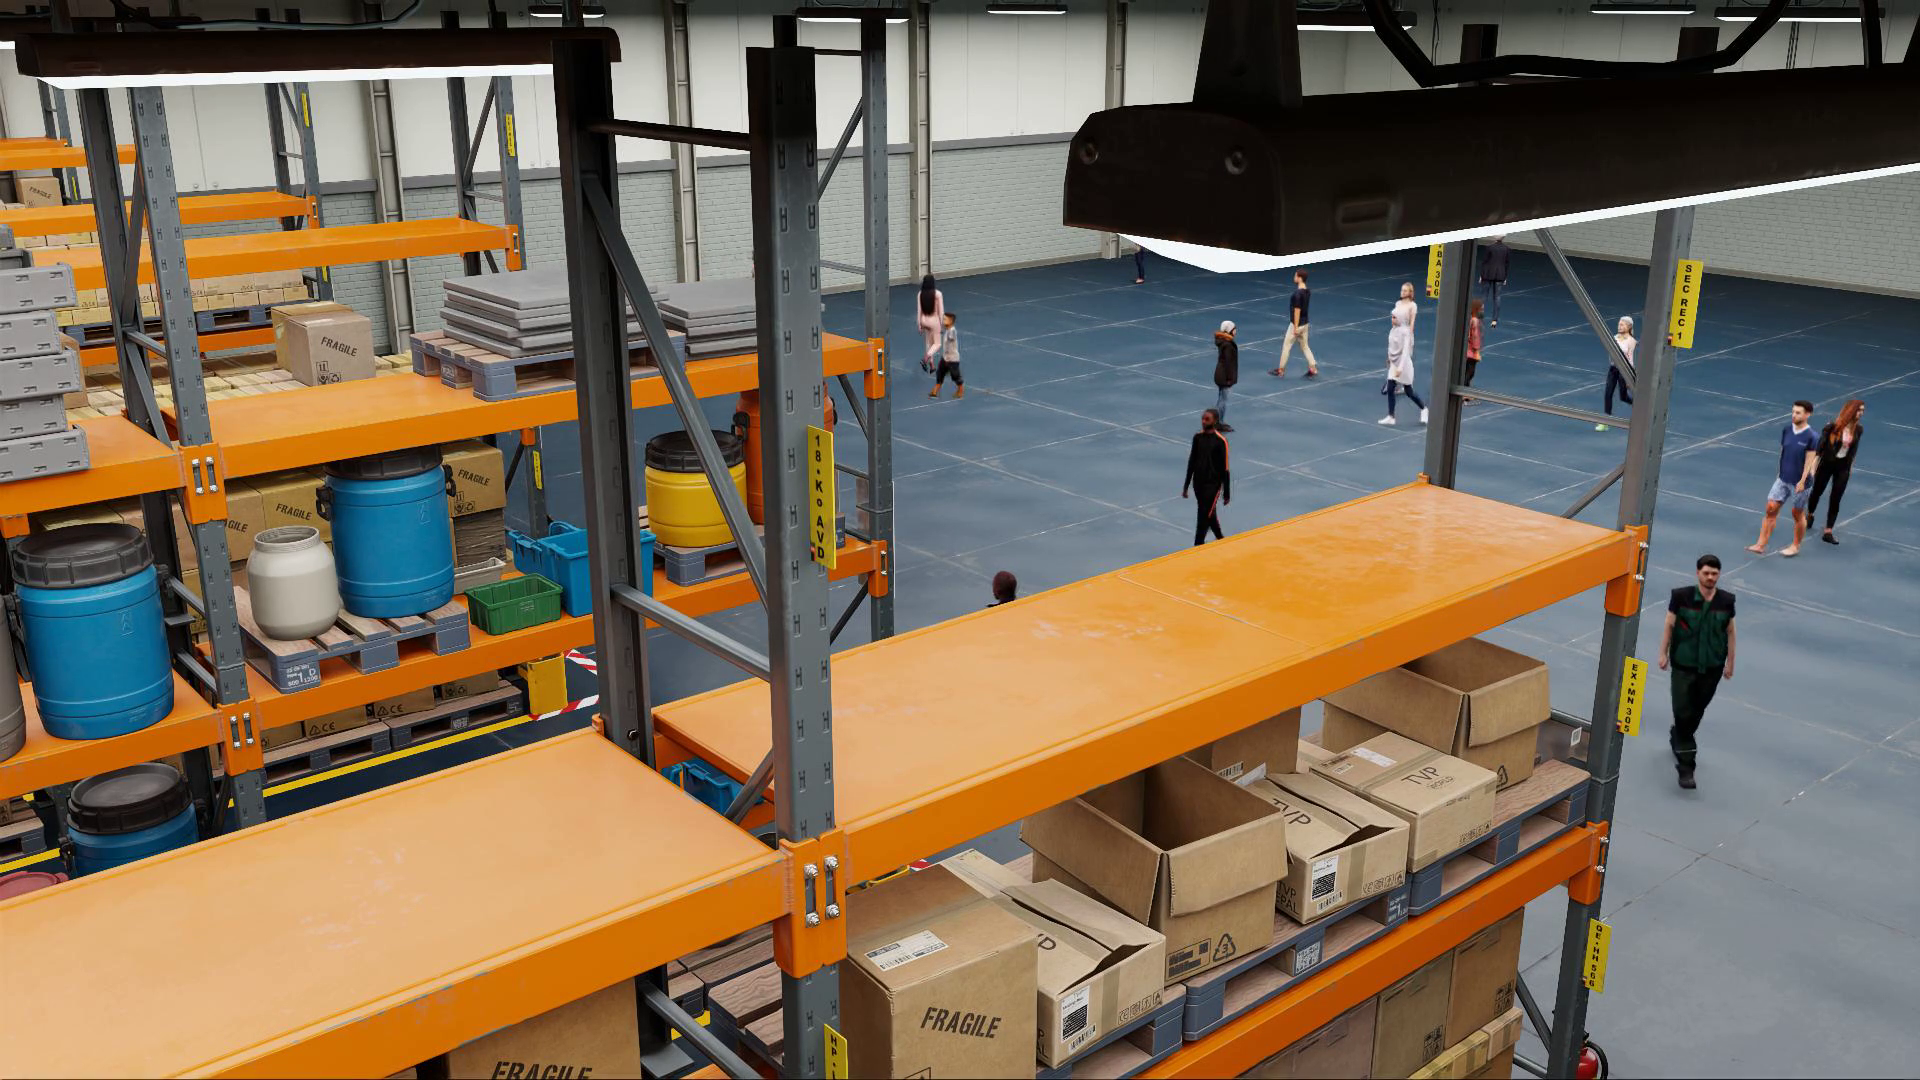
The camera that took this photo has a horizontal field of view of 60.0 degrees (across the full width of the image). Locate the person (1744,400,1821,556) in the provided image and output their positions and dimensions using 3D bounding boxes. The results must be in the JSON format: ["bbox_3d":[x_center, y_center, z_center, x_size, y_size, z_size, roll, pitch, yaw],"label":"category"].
[{"bbox_3d":[9.520,-0.690,18.855,1.059,1.818,0.811,-8,20,-23],"label":"person"}]

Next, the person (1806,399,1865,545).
[{"bbox_3d":[10.243,-0.841,19.574,1.133,1.662,1.269,5,19,14],"label":"person"}]

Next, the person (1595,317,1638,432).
[{"bbox_3d":[9.758,-2.434,24.434,1.107,1.681,0.777,-8,20,-24],"label":"person"}]

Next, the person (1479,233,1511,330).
[{"bbox_3d":[9.333,-4.621,29.237,0.823,1.782,0.788,2,18,6],"label":"person"}]

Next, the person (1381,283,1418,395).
[{"bbox_3d":[7.167,-3.214,26.635,0.869,1.801,0.630,-13,22,-34],"label":"person"}]

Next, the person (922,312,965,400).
[{"bbox_3d":[-0.084,-2.971,26.482,1.003,1.433,0.811,-6,19,-17],"label":"person"}]

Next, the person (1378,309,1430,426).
[{"bbox_3d":[6.628,-2.543,24.680,1.113,1.736,0.814,-9,20,-26],"label":"person"}]

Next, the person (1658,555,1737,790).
[{"bbox_3d":[6.003,1.009,13.580,1.180,1.854,1.295,3,18,11],"label":"person"}]

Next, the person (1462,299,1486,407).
[{"bbox_3d":[8.023,-2.967,26.075,0.814,1.678,0.721,-1,18,-3],"label":"person"}]

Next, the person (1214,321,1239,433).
[{"bbox_3d":[3.904,-2.430,24.497,0.783,1.634,0.743,-1,18,-3],"label":"person"}]

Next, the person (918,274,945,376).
[{"bbox_3d":[-0.515,-3.593,27.949,0.826,1.707,1.004,10,20,27],"label":"person"}]

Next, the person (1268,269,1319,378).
[{"bbox_3d":[5.723,-3.575,27.701,0.870,1.827,1.052,12,22,33],"label":"person"}]

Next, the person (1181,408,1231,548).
[{"bbox_3d":[2.837,-0.594,18.661,1.200,1.758,0.672,-16,24,-40],"label":"person"}]
